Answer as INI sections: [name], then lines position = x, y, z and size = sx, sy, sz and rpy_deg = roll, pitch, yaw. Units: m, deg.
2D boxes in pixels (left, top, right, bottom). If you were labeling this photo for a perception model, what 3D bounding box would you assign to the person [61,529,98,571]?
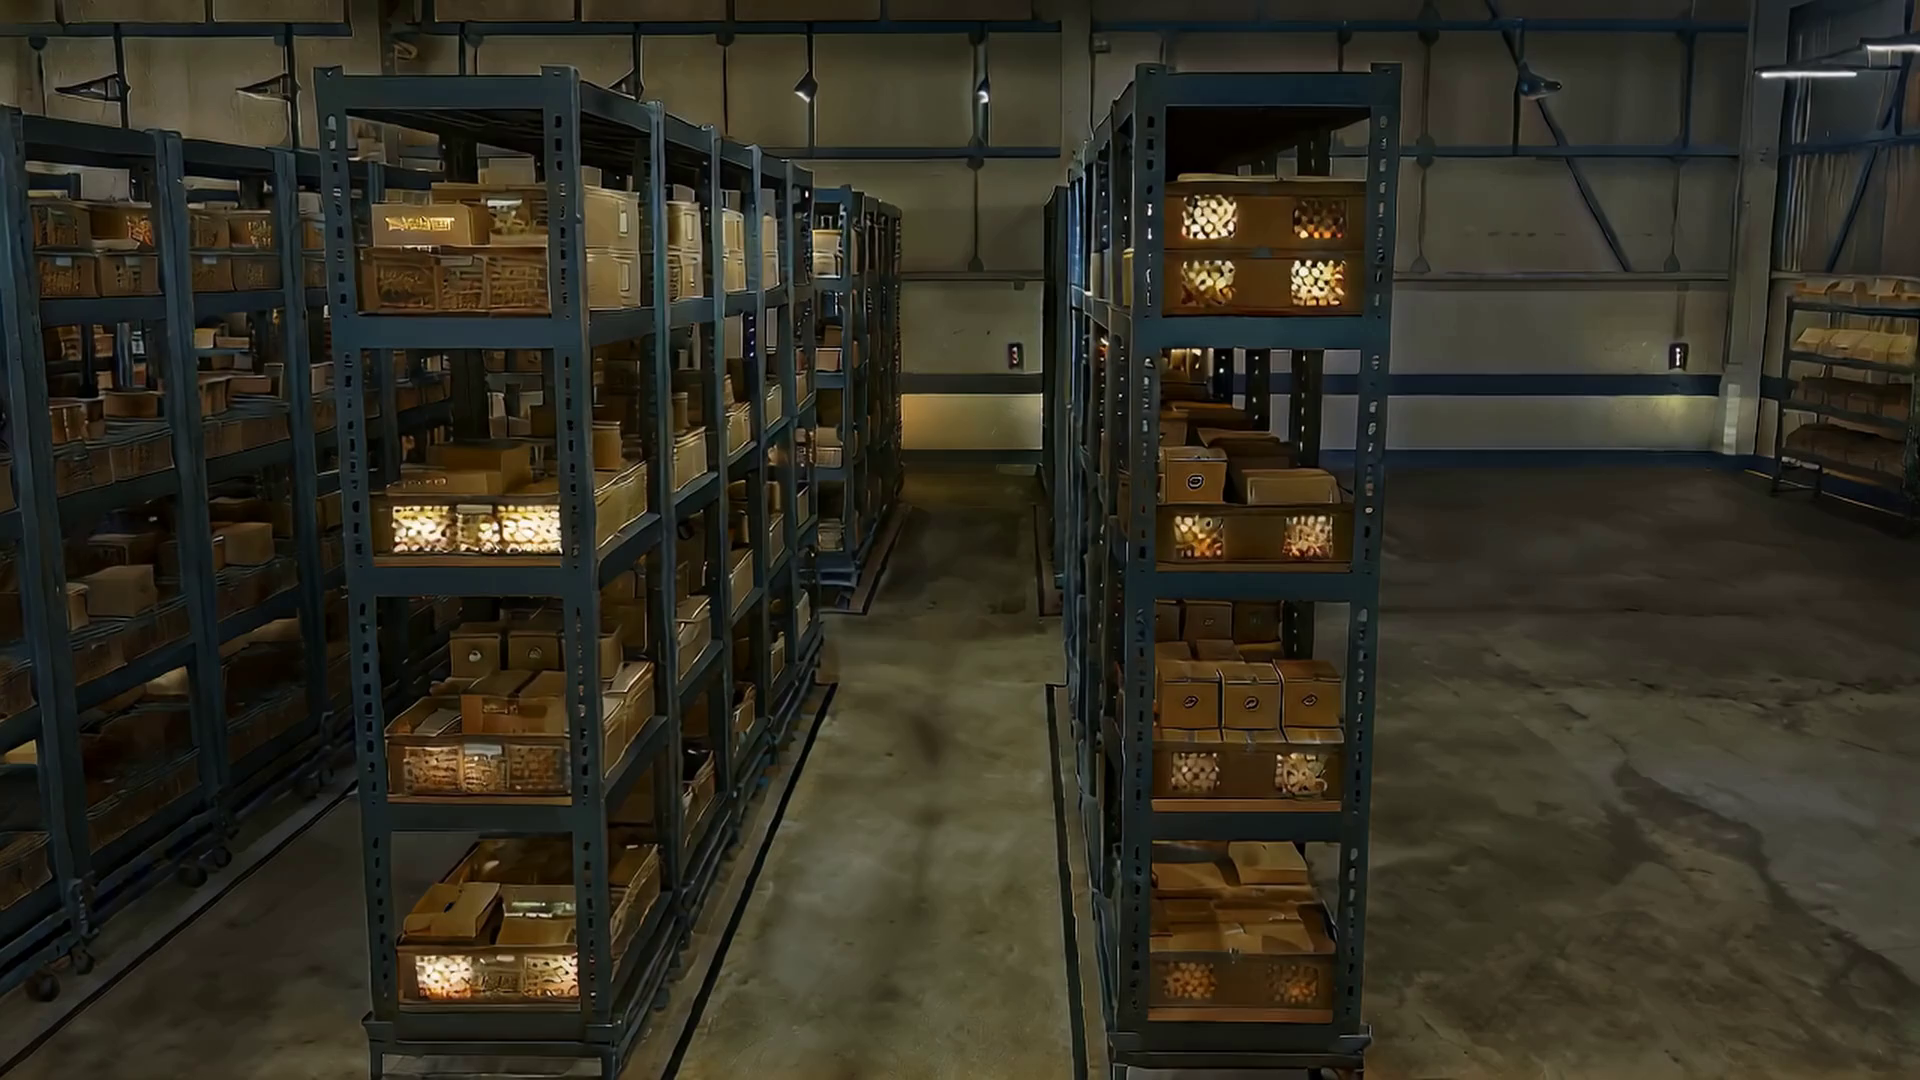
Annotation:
[person]
position = -7.546, -0.263, 14.117
size = 0.729, 1.804, 0.425
rpy_deg = 9, 13, 42
